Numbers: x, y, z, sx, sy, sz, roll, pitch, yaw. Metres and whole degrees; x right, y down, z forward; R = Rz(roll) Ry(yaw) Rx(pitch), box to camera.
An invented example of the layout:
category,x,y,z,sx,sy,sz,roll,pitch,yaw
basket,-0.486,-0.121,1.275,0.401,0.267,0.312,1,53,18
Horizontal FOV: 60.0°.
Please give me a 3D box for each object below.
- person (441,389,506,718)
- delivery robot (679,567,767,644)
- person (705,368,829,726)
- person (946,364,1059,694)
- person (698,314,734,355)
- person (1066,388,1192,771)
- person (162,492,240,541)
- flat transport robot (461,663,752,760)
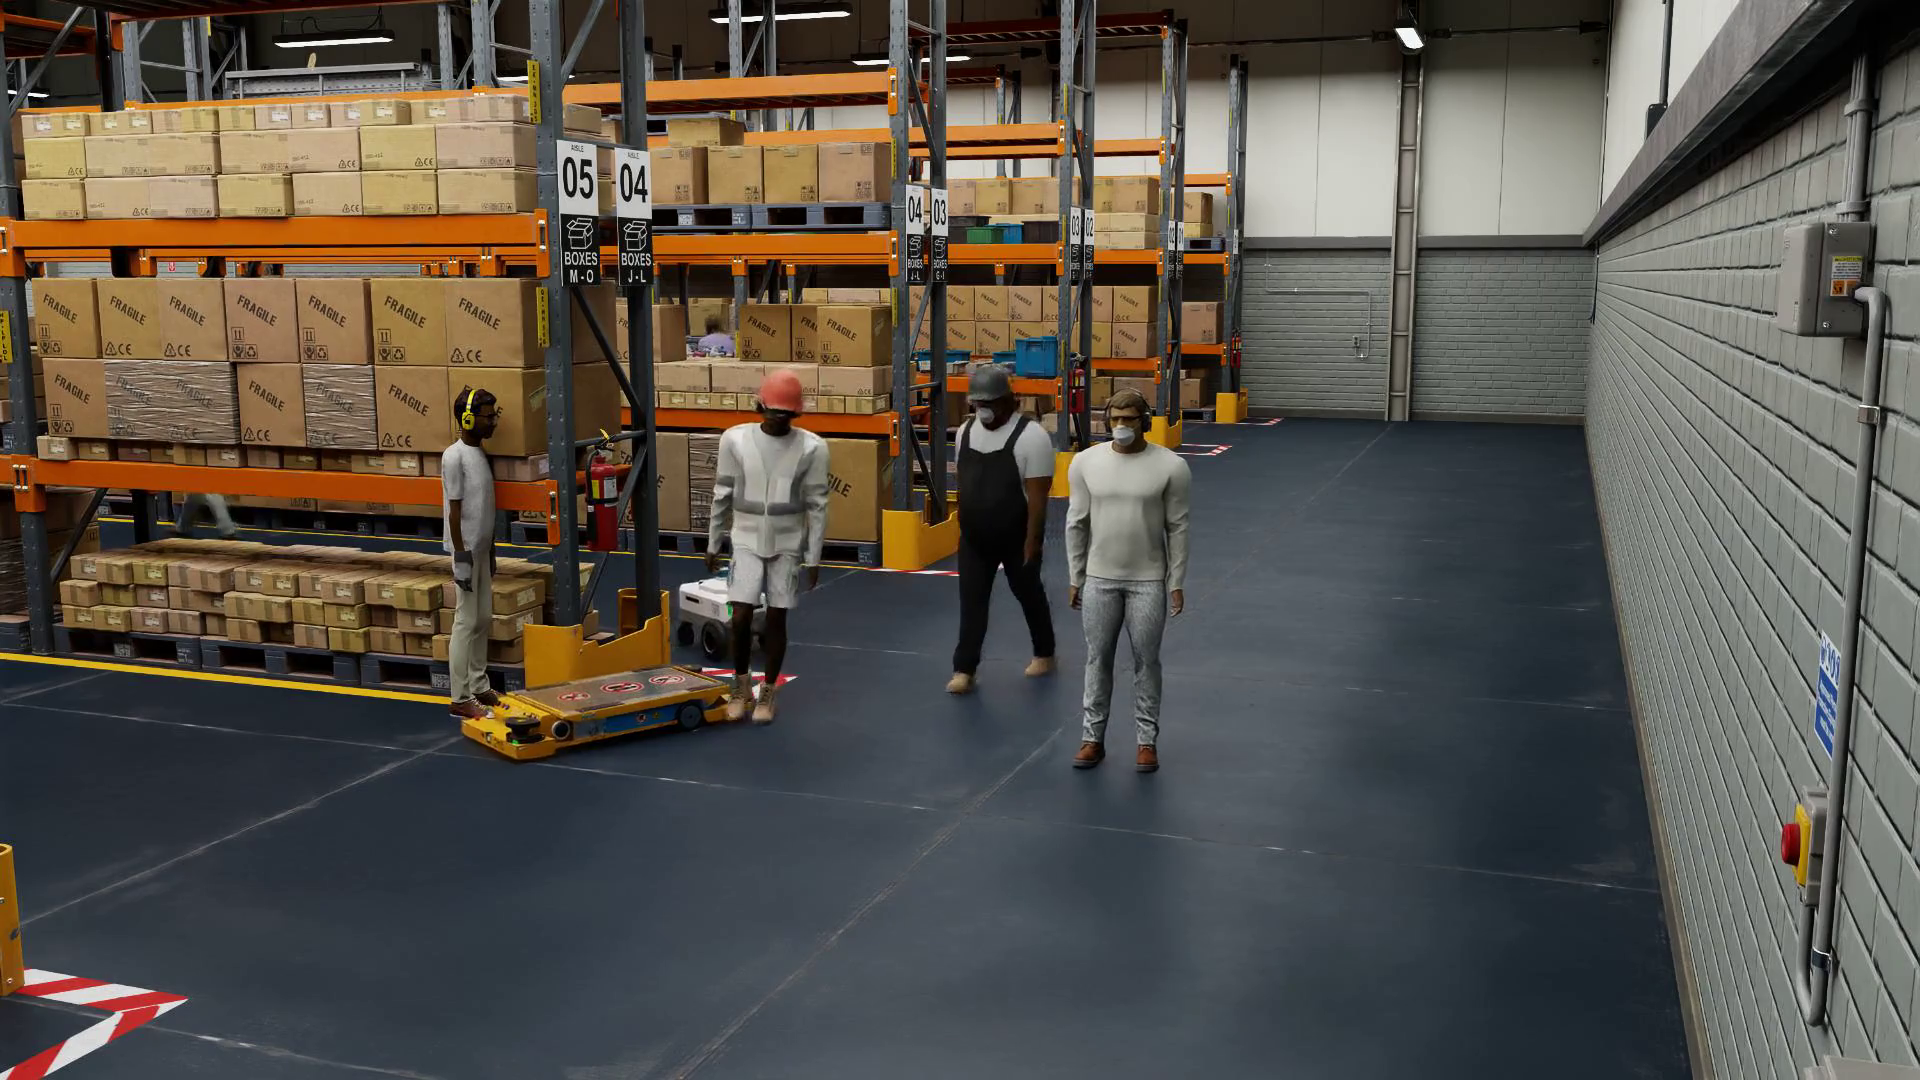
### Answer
category,x,y,z,sx,sy,sz,roll,pitch,yaw
person,-2.738,0.079,9.407,0.333,1.860,0.509,1,9,4
delivery robot,-1.564,0.423,11.012,0.477,0.478,0.707,-7,12,-38
person,-1.058,0.057,9.106,0.691,1.994,0.546,0,9,-1
person,0.279,-0.128,10.120,0.706,2.000,0.974,5,11,30
person,-3.456,-2.228,23.584,0.465,1.927,0.628,6,11,32
person,0.841,0.202,8.381,0.629,1.939,0.372,2,9,15
person,-7.031,-0.880,15.309,1.005,1.891,0.644,4,10,22
flat transport robot,-1.919,0.915,9.115,1.431,0.197,0.652,-8,12,-40
